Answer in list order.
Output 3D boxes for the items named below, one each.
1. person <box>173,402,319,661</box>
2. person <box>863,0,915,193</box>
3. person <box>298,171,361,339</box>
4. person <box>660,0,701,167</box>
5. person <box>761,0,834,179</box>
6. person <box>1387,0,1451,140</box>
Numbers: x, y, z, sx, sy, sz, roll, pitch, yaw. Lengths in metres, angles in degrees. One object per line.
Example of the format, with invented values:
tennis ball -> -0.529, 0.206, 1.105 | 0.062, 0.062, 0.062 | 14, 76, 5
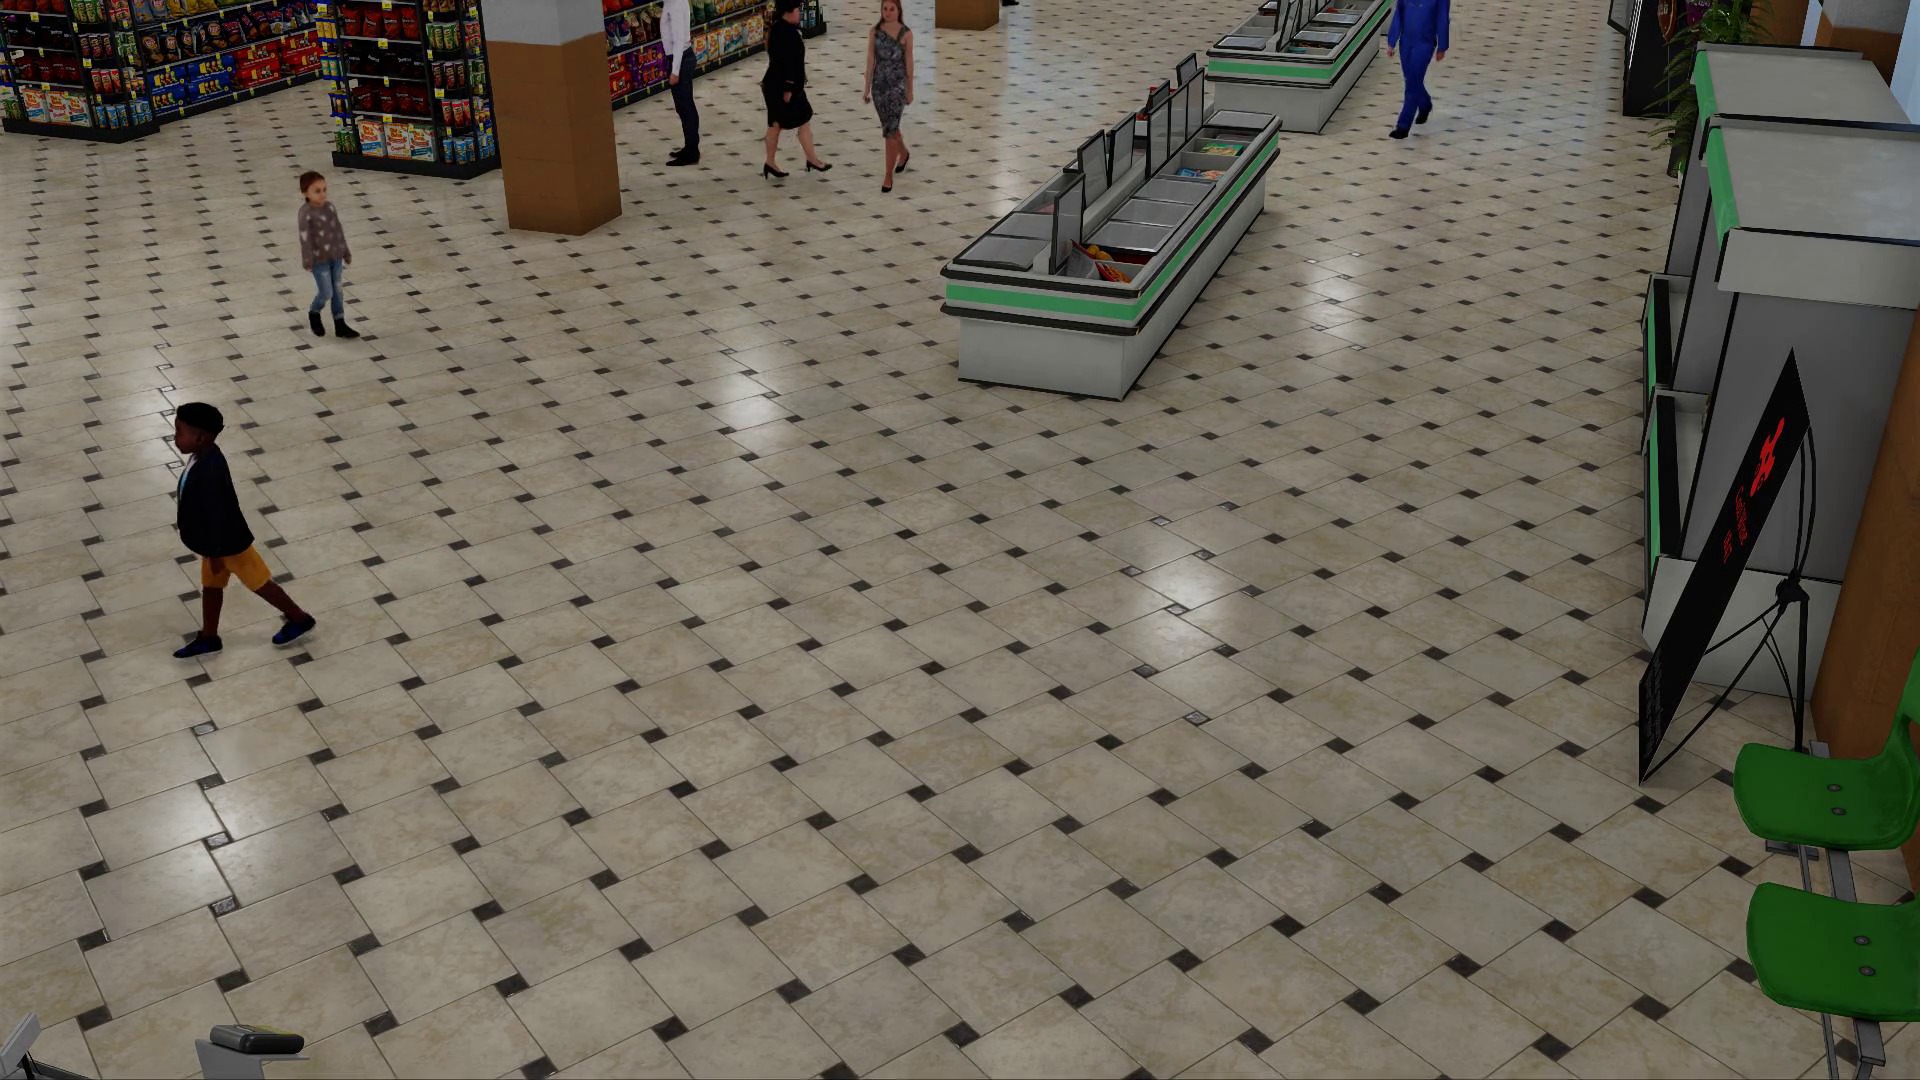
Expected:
person -> -3.298, -0.039, 7.603 | 0.929, 1.248, 0.840 | -14, 30, -25
person -> -0.598, -4.057, 15.069 | 0.606, 1.662, 1.138 | 11, 29, 20
person -> -4.413, -1.966, 11.469 | 0.593, 1.188, 0.566 | 14, 30, 26
person -> -2.634, -4.507, 15.726 | 0.757, 1.869, 0.638 | 0, 27, 0
person -> -1.680, -4.106, 15.185 | 1.031, 1.644, 0.983 | -10, 28, -19
person -> 4.652, -4.989, 16.778 | 1.038, 1.776, 1.336 | 22, 34, 37
